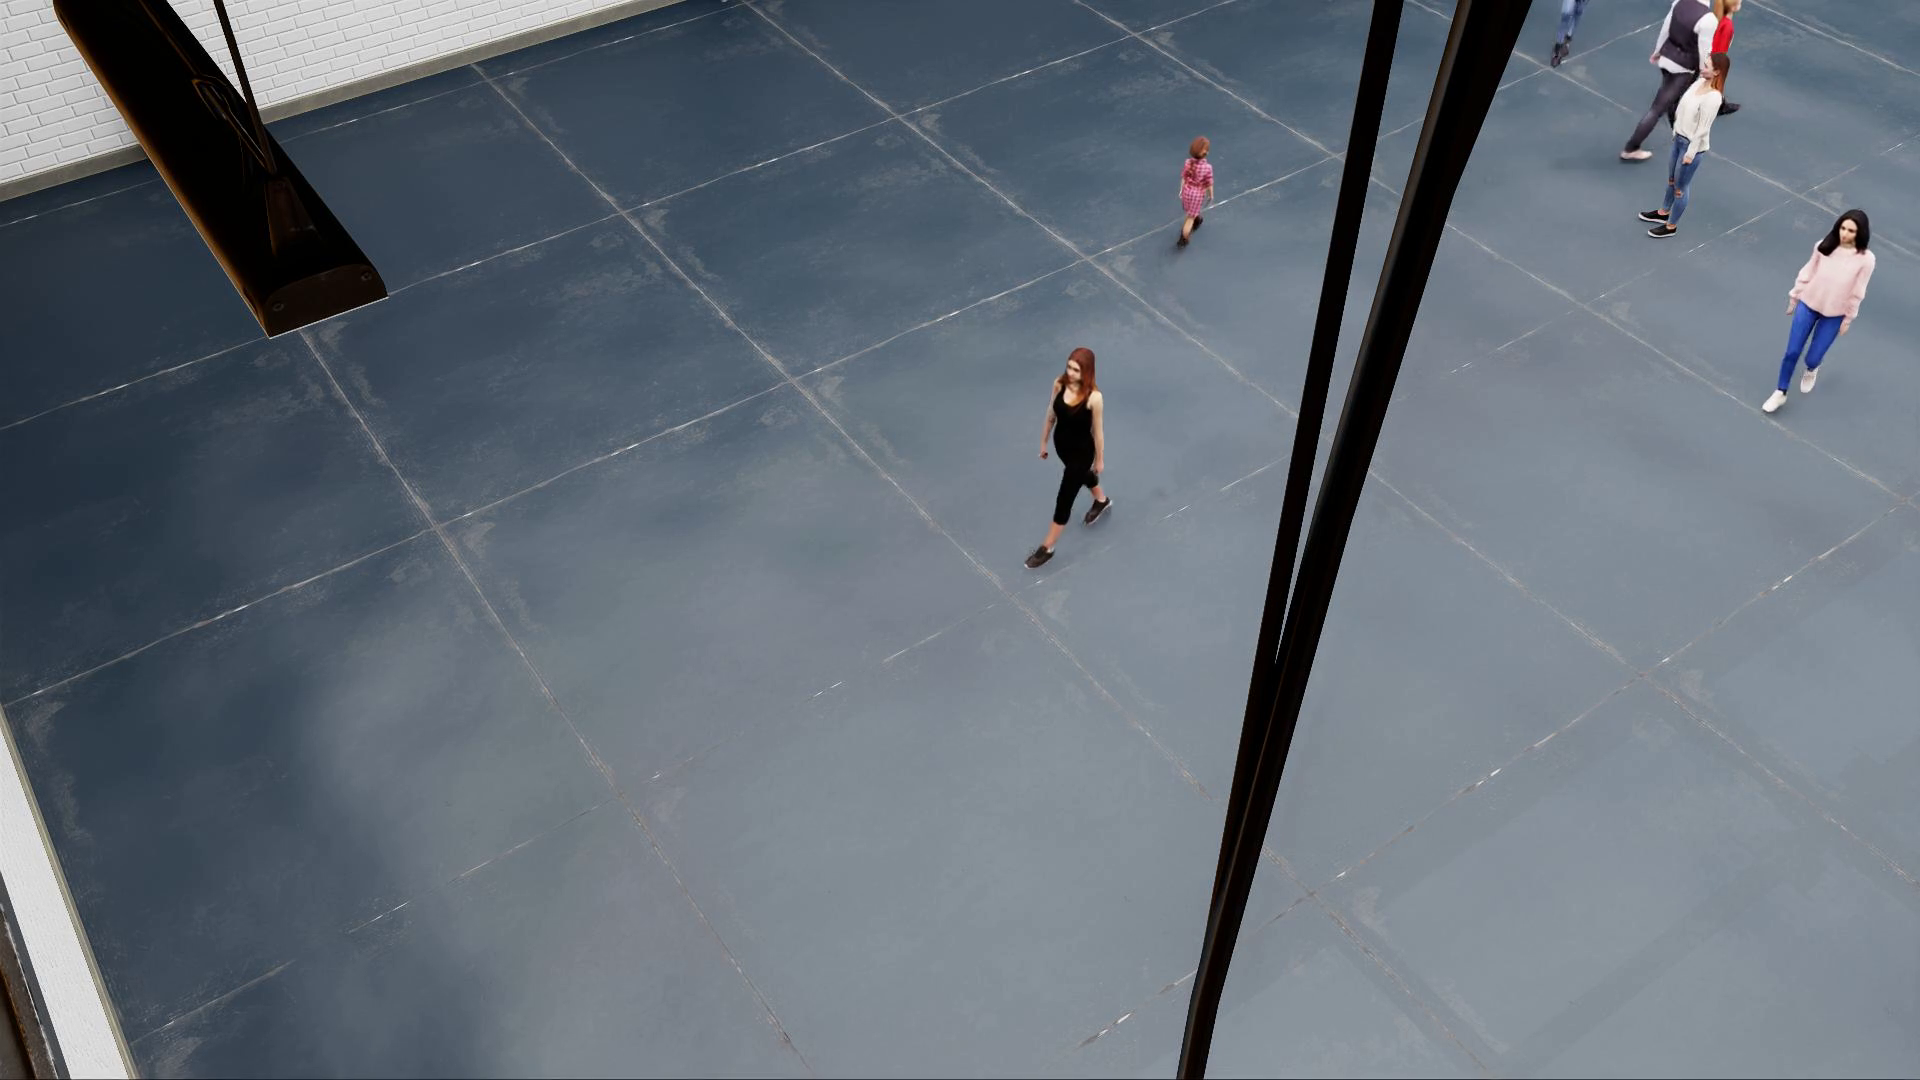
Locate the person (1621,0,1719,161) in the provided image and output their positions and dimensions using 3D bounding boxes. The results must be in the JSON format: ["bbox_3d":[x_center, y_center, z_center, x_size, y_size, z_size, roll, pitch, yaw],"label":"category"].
[{"bbox_3d":[6.448,-4.266,15.155,1.235,1.782,0.955,-12,45,-12],"label":"person"}]

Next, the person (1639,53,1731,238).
[{"bbox_3d":[6.277,-3.406,14.318,0.738,1.692,0.703,2,44,2],"label":"person"}]

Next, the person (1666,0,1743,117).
[{"bbox_3d":[7.130,-4.620,15.916,0.975,1.245,0.799,-2,44,-2],"label":"person"}]

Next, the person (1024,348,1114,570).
[{"bbox_3d":[0.848,-0.647,11.429,1.191,1.683,0.702,-34,53,-30],"label":"person"}]

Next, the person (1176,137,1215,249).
[{"bbox_3d":[2.014,-2.994,14.384,0.623,1.004,0.796,21,48,21],"label":"person"}]

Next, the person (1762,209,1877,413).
[{"bbox_3d":[6.512,-1.734,12.518,0.824,1.753,0.719,-34,53,-30],"label":"person"}]
